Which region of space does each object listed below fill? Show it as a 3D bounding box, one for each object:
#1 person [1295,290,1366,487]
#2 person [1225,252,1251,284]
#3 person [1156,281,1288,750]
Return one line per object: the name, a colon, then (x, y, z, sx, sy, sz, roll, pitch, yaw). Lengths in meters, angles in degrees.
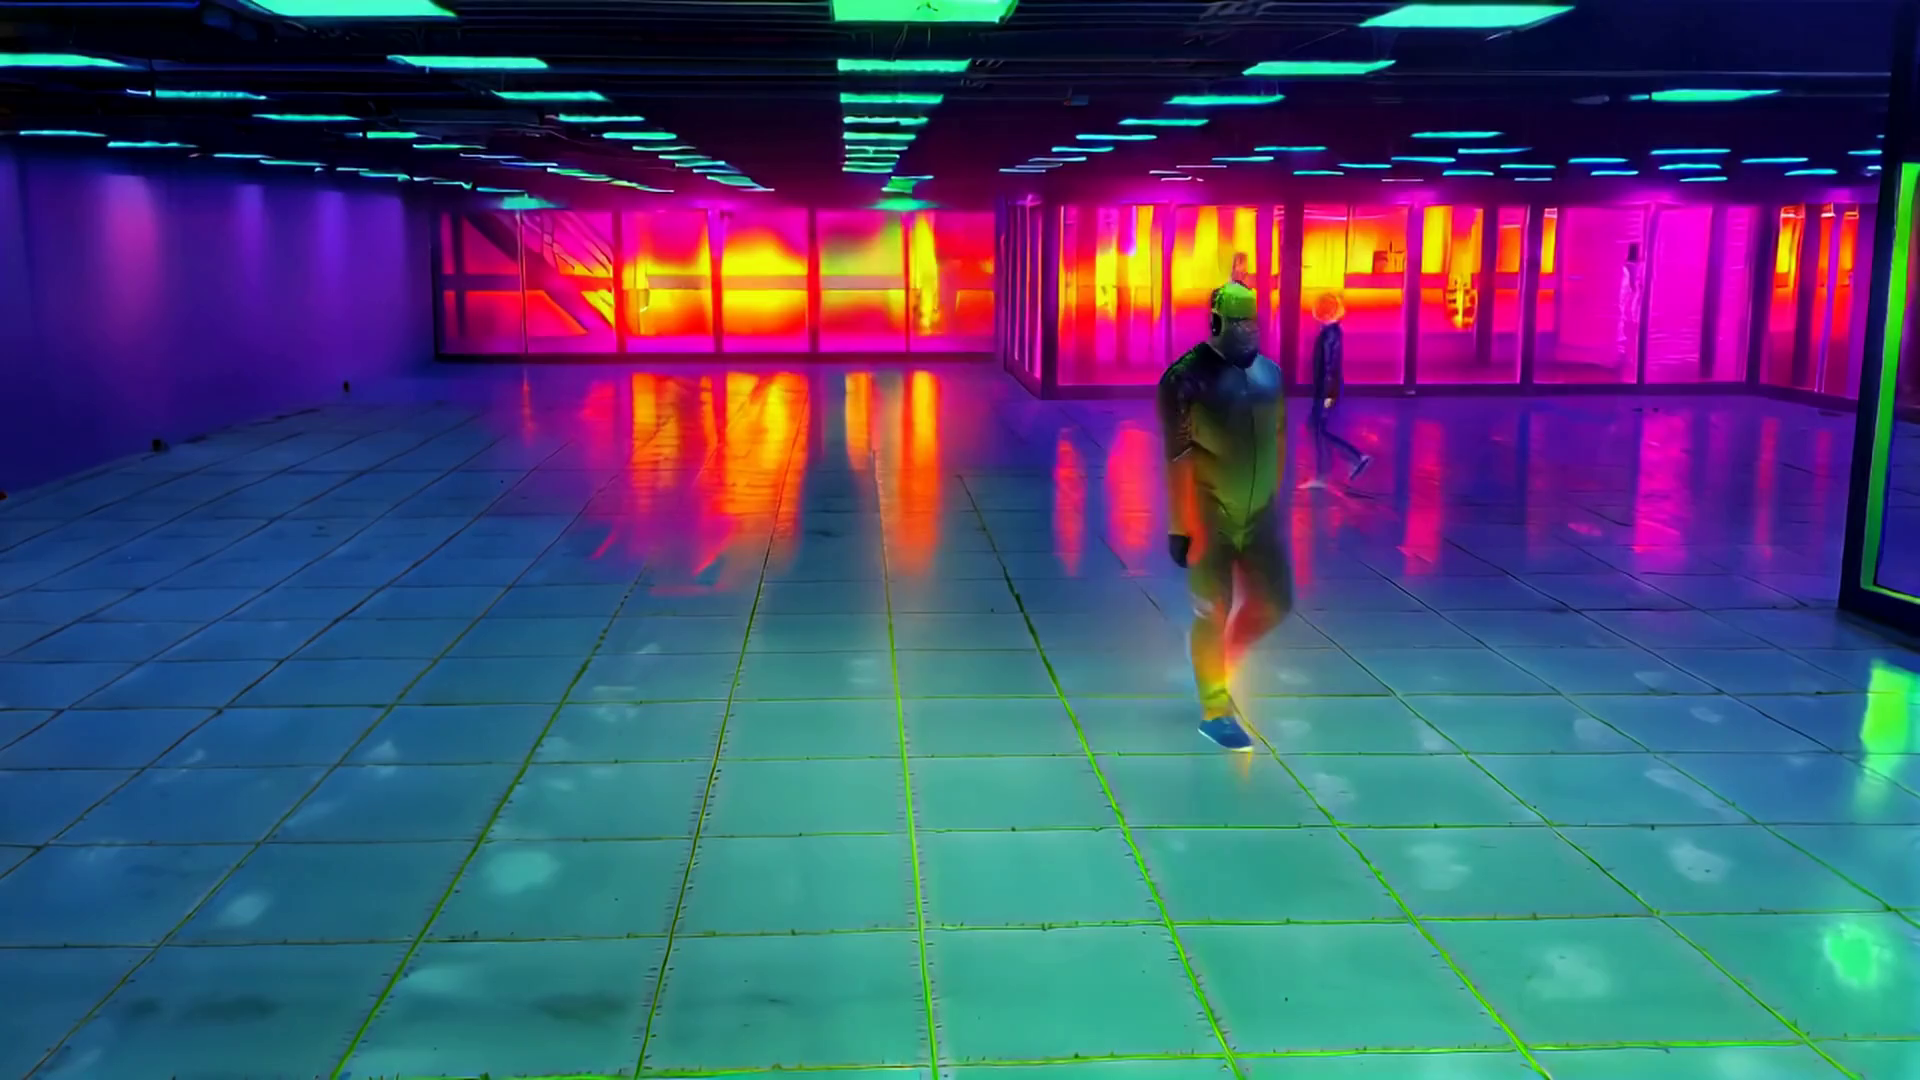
person: (3.012, -1.204, 13.471, 0.493, 1.626, 0.504, 3, 11, 15)
person: (3.145, -2.363, 19.077, 0.425, 1.854, 0.556, 2, 11, 13)
person: (1.070, -0.109, 6.819, 0.648, 1.891, 0.514, -5, 12, -27)
